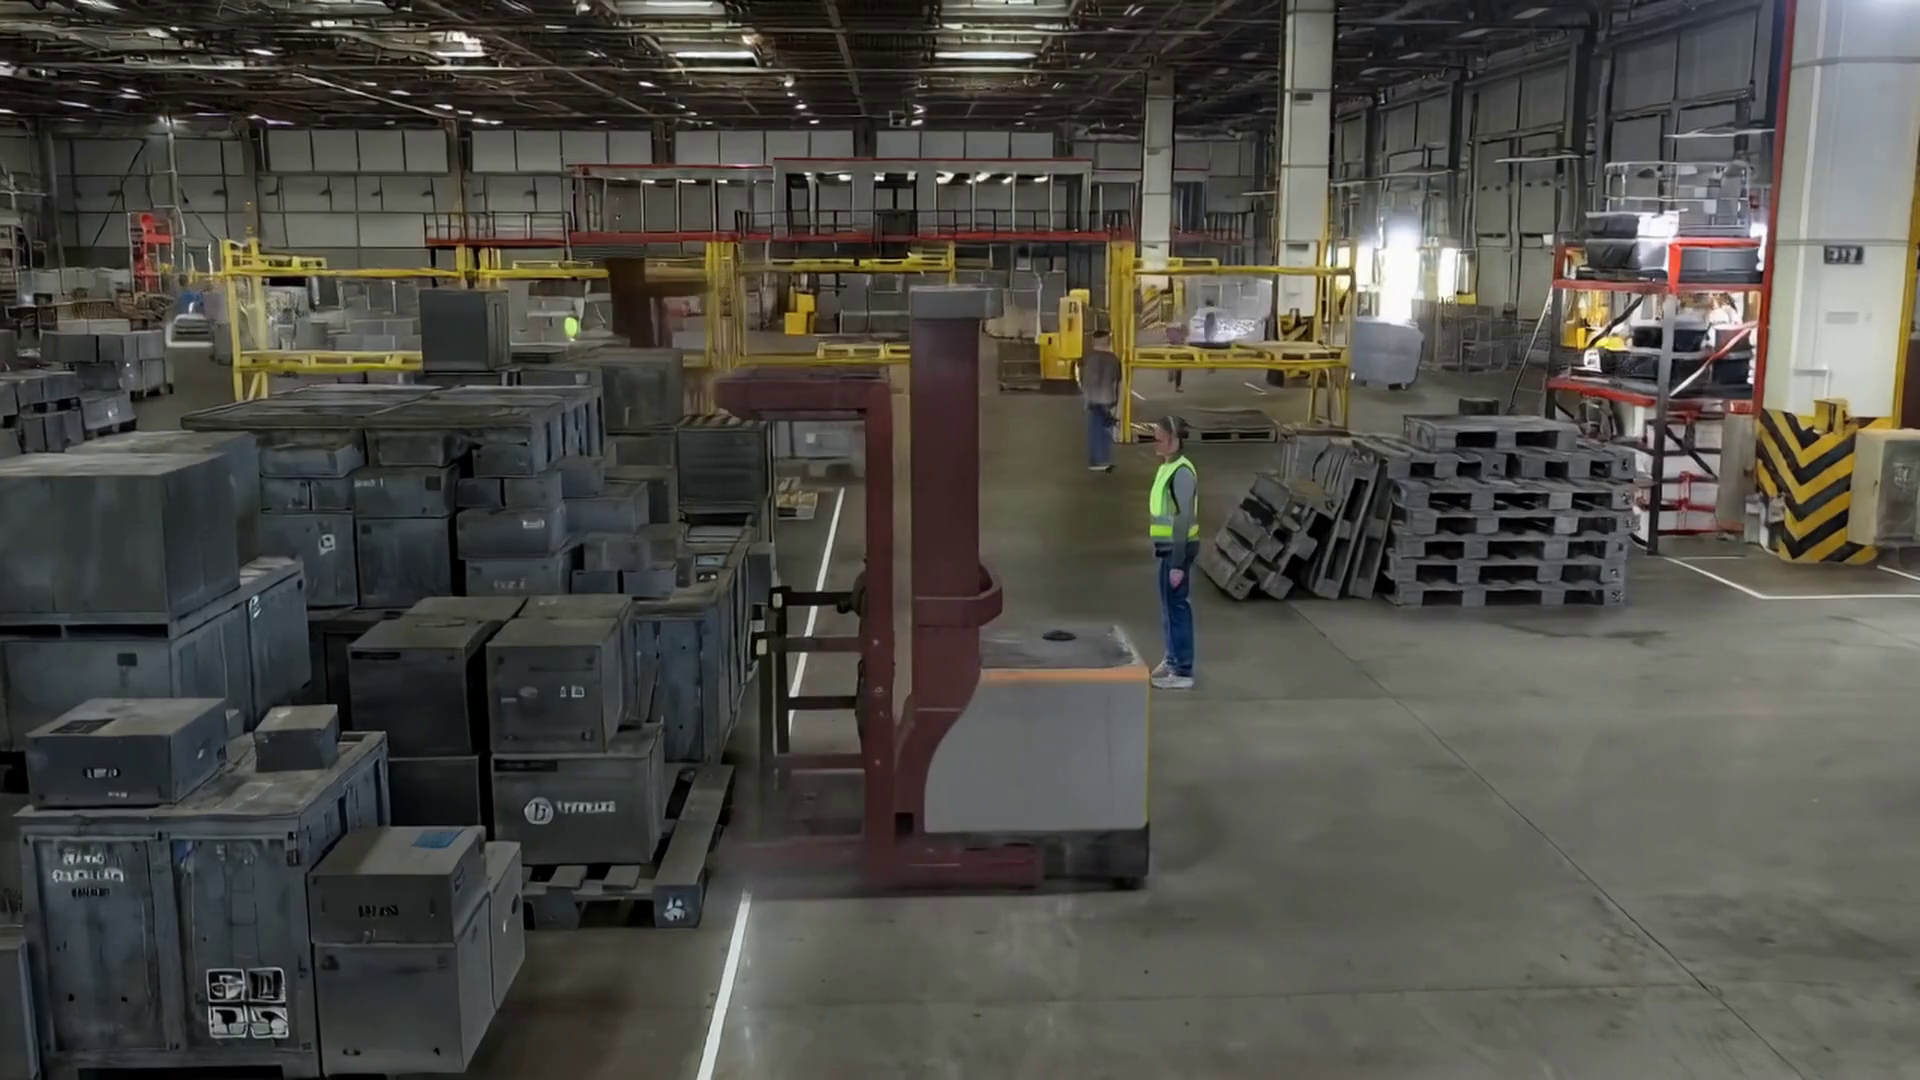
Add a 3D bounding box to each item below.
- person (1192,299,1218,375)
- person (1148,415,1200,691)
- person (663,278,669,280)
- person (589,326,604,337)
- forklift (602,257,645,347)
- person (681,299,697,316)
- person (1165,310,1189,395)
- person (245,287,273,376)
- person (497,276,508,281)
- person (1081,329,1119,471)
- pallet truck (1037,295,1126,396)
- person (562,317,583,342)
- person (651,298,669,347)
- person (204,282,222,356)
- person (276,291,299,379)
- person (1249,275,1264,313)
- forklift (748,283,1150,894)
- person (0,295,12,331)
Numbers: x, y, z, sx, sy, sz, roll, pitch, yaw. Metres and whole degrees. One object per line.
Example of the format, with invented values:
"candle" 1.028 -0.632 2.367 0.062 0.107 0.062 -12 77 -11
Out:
"person" 5.601 -4.640 38.033 0.711 1.717 0.507 1 10 8
"person" 1.449 0.086 11.315 0.351 1.878 0.568 0 10 -2
"person" -9.424 -7.448 53.253 0.569 1.877 1.009 -6 12 -30
"person" -4.905 -1.933 22.470 0.591 1.910 0.406 3 11 17
"forklift" -4.244 -2.217 21.332 1.873 2.768 1.129 0 10 -2
"person" -5.693 -4.163 35.137 0.956 1.808 0.670 -6 12 -31
"person" 4.308 -3.714 32.971 0.545 1.682 0.364 -5 11 -26
"person" -15.970 -4.767 37.877 0.702 2.000 0.628 4 11 23
"person" -20.158 -11.026 73.183 0.574 1.885 0.356 -5 11 -26
"person" 1.860 -1.856 22.096 0.621 1.879 0.535 7 12 34
"pallet truck" 2.483 -3.881 33.060 1.885 1.965 0.823 -7 13 -36
"person" -6.169 -2.632 26.544 0.344 1.840 0.505 5 11 27
"person" -6.546 -4.251 35.443 0.631 1.902 0.975 3 11 17
"person" -19.854 -5.876 44.219 0.643 1.977 0.459 5 11 26
"person" -14.960 -4.549 36.953 0.542 1.938 0.358 4 11 23
"person" 12.662 -10.702 71.229 0.697 1.933 0.885 10 14 44
"forklift" -0.058 0.174 8.009 1.873 2.768 1.129 0 10 -2
"person" -22.856 -4.947 39.643 0.535 1.767 0.316 0 10 3
